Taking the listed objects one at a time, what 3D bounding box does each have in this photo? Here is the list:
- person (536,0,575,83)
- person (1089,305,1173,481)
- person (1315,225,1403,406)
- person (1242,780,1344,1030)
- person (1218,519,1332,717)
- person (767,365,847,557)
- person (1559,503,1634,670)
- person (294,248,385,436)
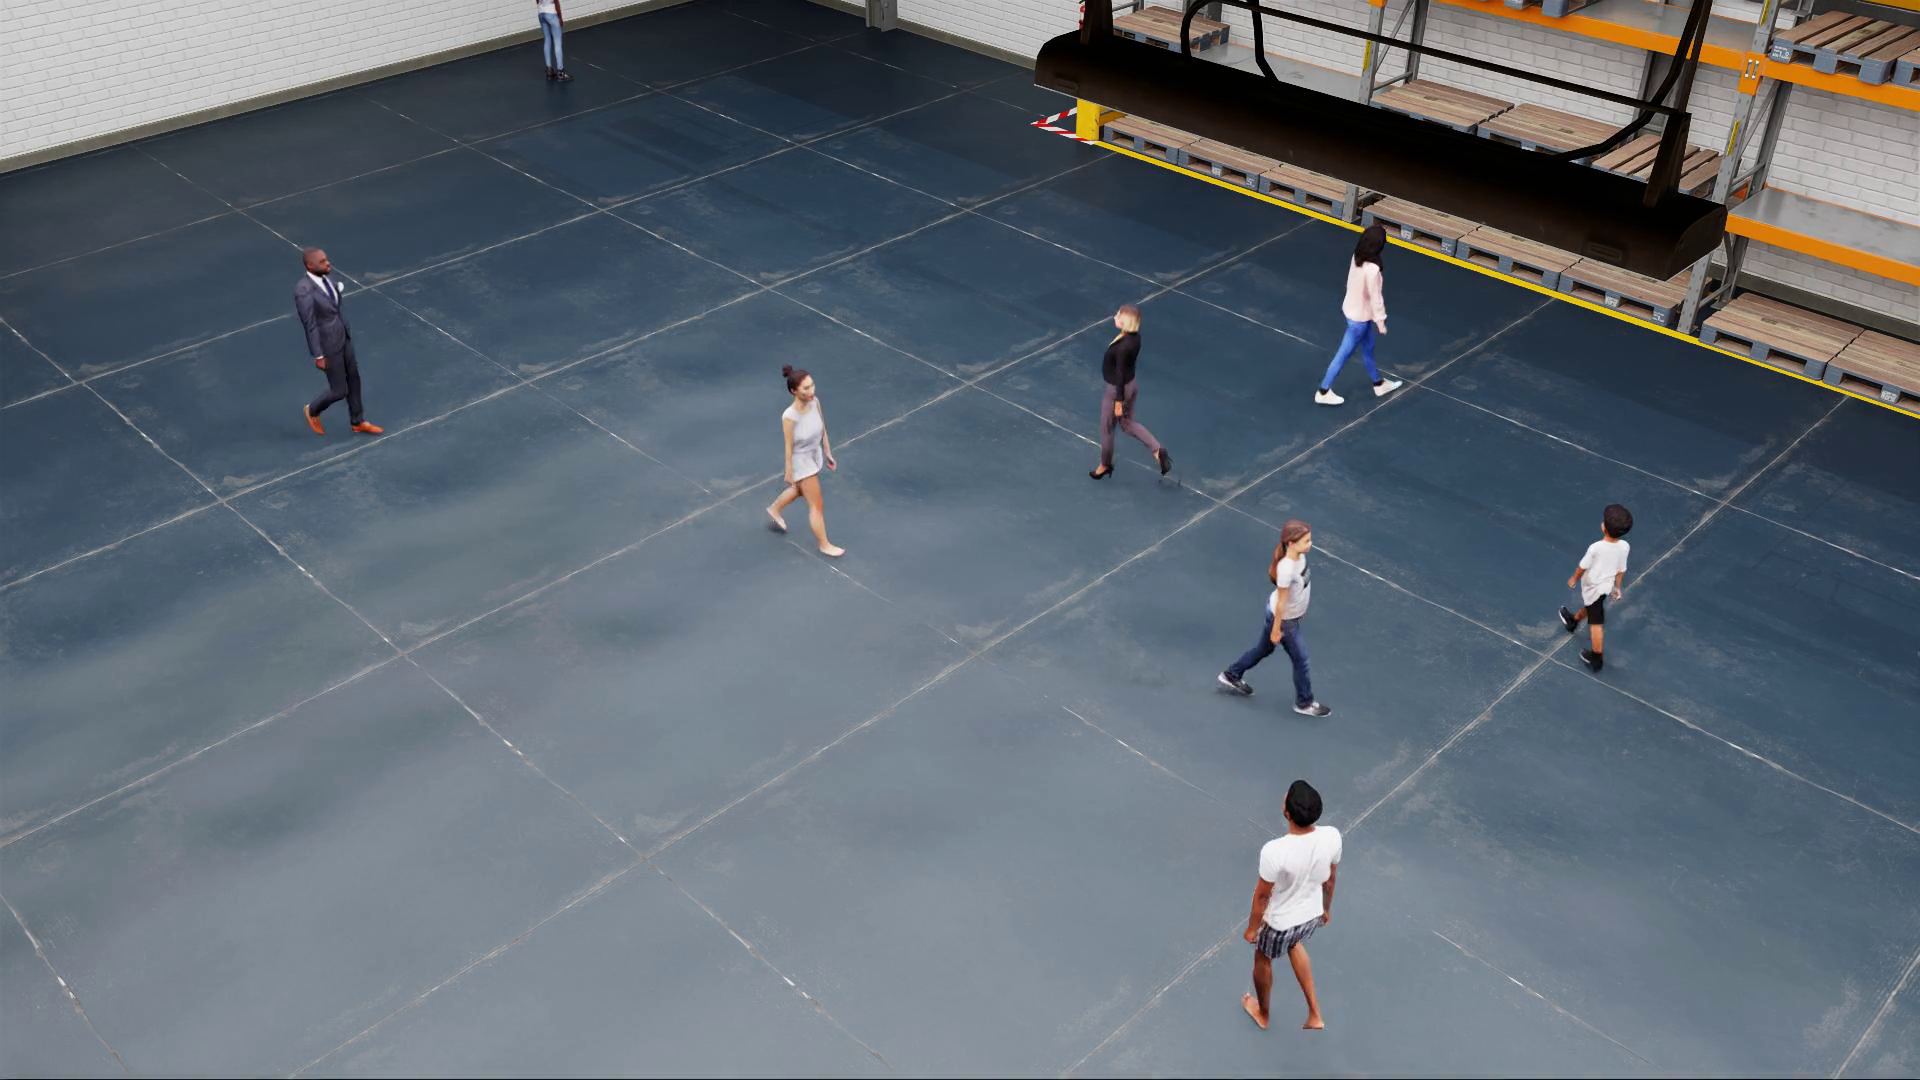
[{"bbox_3d":[-5.631,-7.178,22.803,0.505,1.719,0.672,22,40,30],"label":"person"},{"bbox_3d":[1.430,-1.174,13.834,1.033,1.650,0.831,12,35,17],"label":"person"},{"bbox_3d":[3.497,-1.978,14.972,1.138,1.729,1.091,0,34,0],"label":"person"},{"bbox_3d":[1.806,2.055,8.914,0.781,1.718,0.871,-15,36,-21],"label":"person"},{"bbox_3d":[2.157,0.509,11.415,1.107,1.524,0.841,12,35,17],"label":"person"},{"bbox_3d":[-1.292,-0.647,13.104,1.094,1.580,0.788,15,36,21],"label":"person"},{"bbox_3d":[4.606,0.354,11.919,0.742,1.225,0.943,-10,35,-15],"label":"person"},{"bbox_3d":[-5.546,-1.703,14.489,1.038,1.806,0.955,4,34,7],"label":"person"}]
